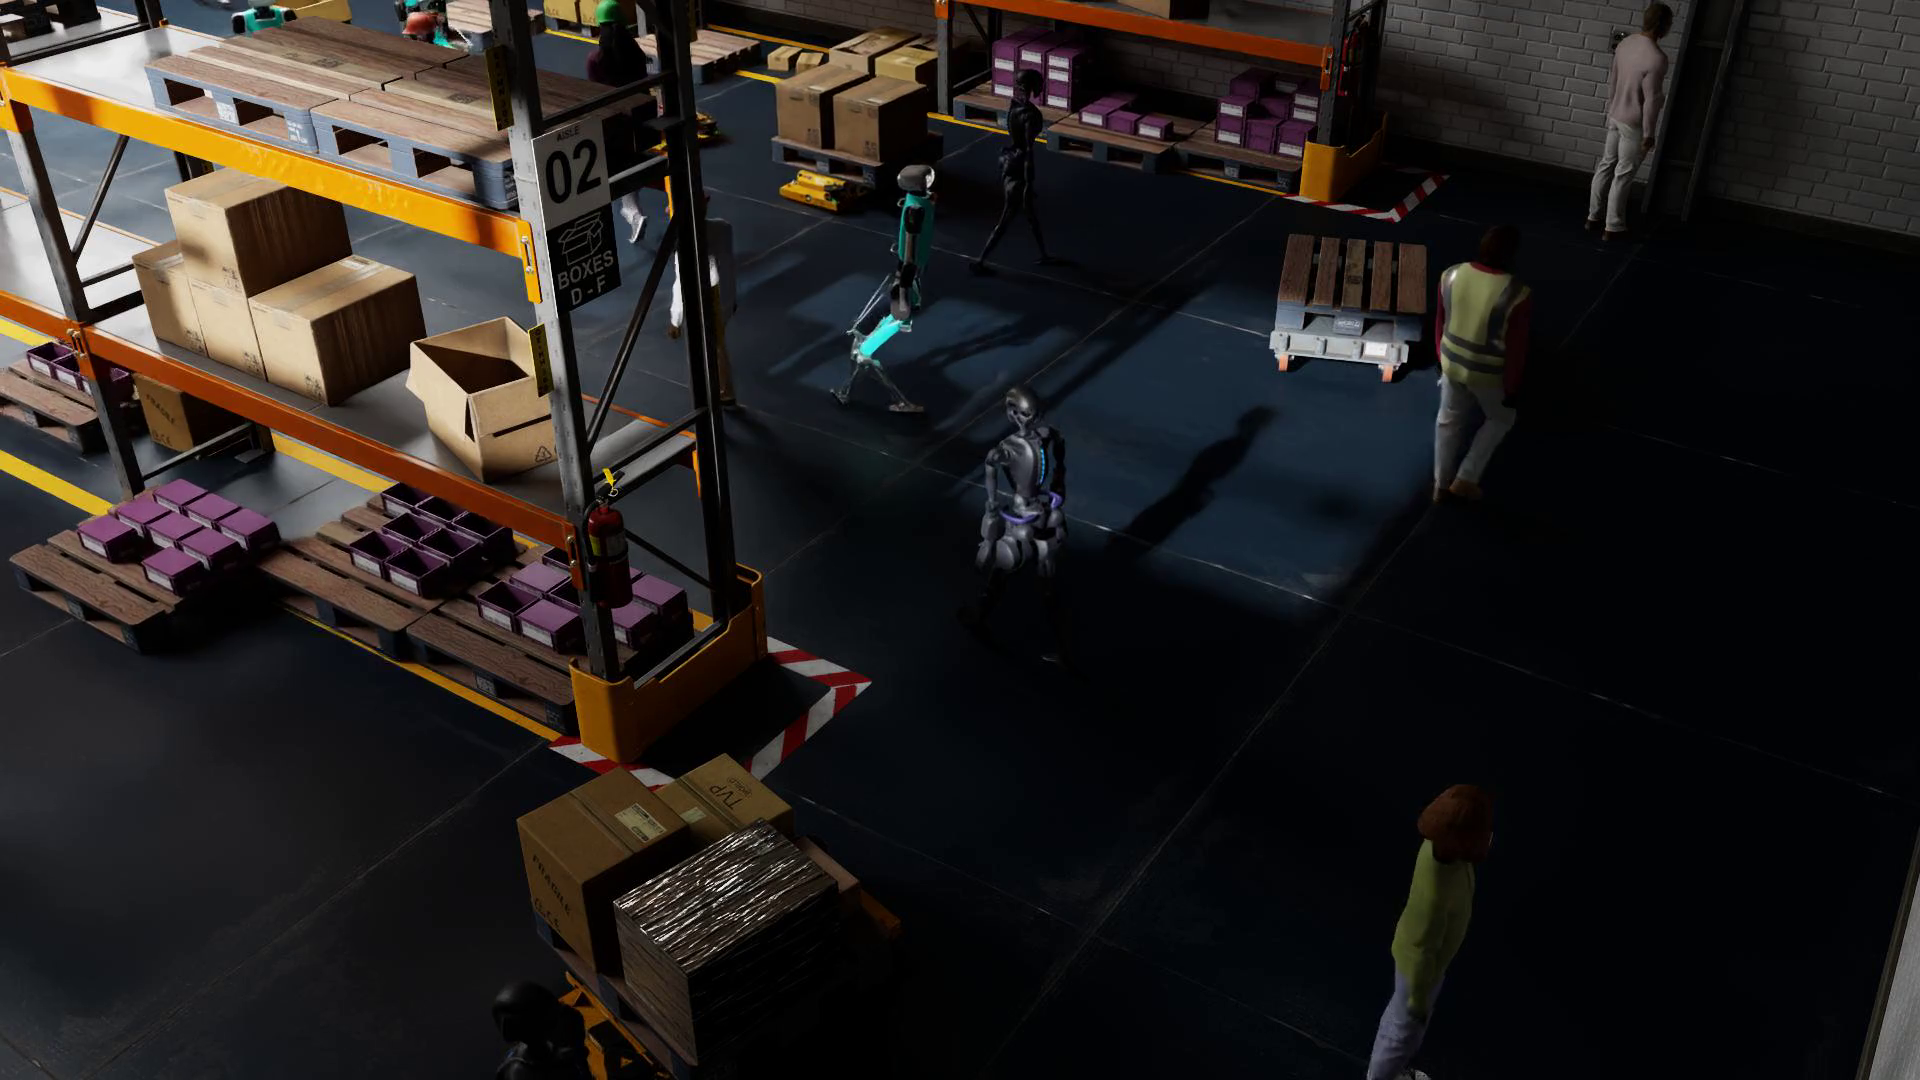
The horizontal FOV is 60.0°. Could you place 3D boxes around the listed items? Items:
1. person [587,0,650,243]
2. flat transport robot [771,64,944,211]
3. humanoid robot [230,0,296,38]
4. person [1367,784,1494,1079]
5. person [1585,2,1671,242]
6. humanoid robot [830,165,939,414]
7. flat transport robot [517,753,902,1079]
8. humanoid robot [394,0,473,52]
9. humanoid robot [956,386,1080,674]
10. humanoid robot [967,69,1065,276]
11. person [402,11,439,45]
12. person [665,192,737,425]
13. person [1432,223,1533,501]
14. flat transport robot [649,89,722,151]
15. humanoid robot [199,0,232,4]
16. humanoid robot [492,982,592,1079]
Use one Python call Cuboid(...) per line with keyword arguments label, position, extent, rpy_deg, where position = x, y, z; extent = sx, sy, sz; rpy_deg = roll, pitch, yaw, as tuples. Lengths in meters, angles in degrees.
Cuboid(label="person", position=(-2.752, -3.426, 13.628), extent=(0.507, 1.923, 0.823), rpy_deg=(-16, 36, -24))
Cuboid(label="flat transport robot", position=(-0.917, -3.322, 14.980), extent=(0.659, 0.231, 1.431), rpy_deg=(21, 38, 29))
Cuboid(label="humanoid robot", position=(-5.808, -3.754, 14.382), extent=(0.554, 1.875, 0.817), rpy_deg=(-21, 38, -28))
Cuboid(label="person", position=(1.741, 1.572, 6.217), extent=(0.266, 1.621, 0.560), rpy_deg=(12, 35, 18))
Cuboid(label="person", position=(5.488, -3.407, 13.581), extent=(0.373, 1.940, 0.628), rpy_deg=(-6, 34, -10))
Cuboid(label="humanoid robot", position=(-0.573, -1.589, 11.040), extent=(0.866, 1.847, 0.551), rpy_deg=(4, 33, 6))
Cuboid(label="flat transport robot", position=(-0.999, 1.806, 7.097), extent=(1.431, 0.231, 0.659), rpy_deg=(-26, 41, -34))
Cuboid(label="humanoid robot", position=(-5.033, -4.851, 16.001), extent=(1.010, 1.734, 0.535), rpy_deg=(25, 40, 33))
Cuboid(label="humanoid robot", position=(0.331, -0.086, 8.757), extent=(0.608, 1.620, 0.791), rpy_deg=(-26, 41, -34))
Cuboid(label="humanoid robot", position=(0.459, -2.879, 13.059), extent=(0.831, 1.616, 0.613), rpy_deg=(-5, 33, -8))
Cuboid(label="person", position=(-4.411, -3.612, 14.099), extent=(0.872, 1.709, 0.570), rpy_deg=(-1, 33, -1))
Cuboid(label="person", position=(-1.686, -1.525, 10.867), extent=(0.396, 1.735, 0.567), rpy_deg=(12, 35, 18))
Cuboid(label="person", position=(3.126, -1.035, 10.033), extent=(0.465, 1.828, 0.653), rpy_deg=(-25, 41, -33))
Cuboid(label="flat transport robot", position=(-2.960, -4.106, 16.184), extent=(0.659, 0.231, 1.431), rpy_deg=(-22, 39, -30))
Cuboid(label="humanoid robot", position=(-8.834, -7.044, 19.359), extent=(1.005, 1.742, 0.537), rpy_deg=(28, 43, 36))
Cuboid(label="humanoid robot", position=(-1.306, 2.046, 5.428), extent=(0.313, 1.648, 0.608), rpy_deg=(6, 34, 9))
